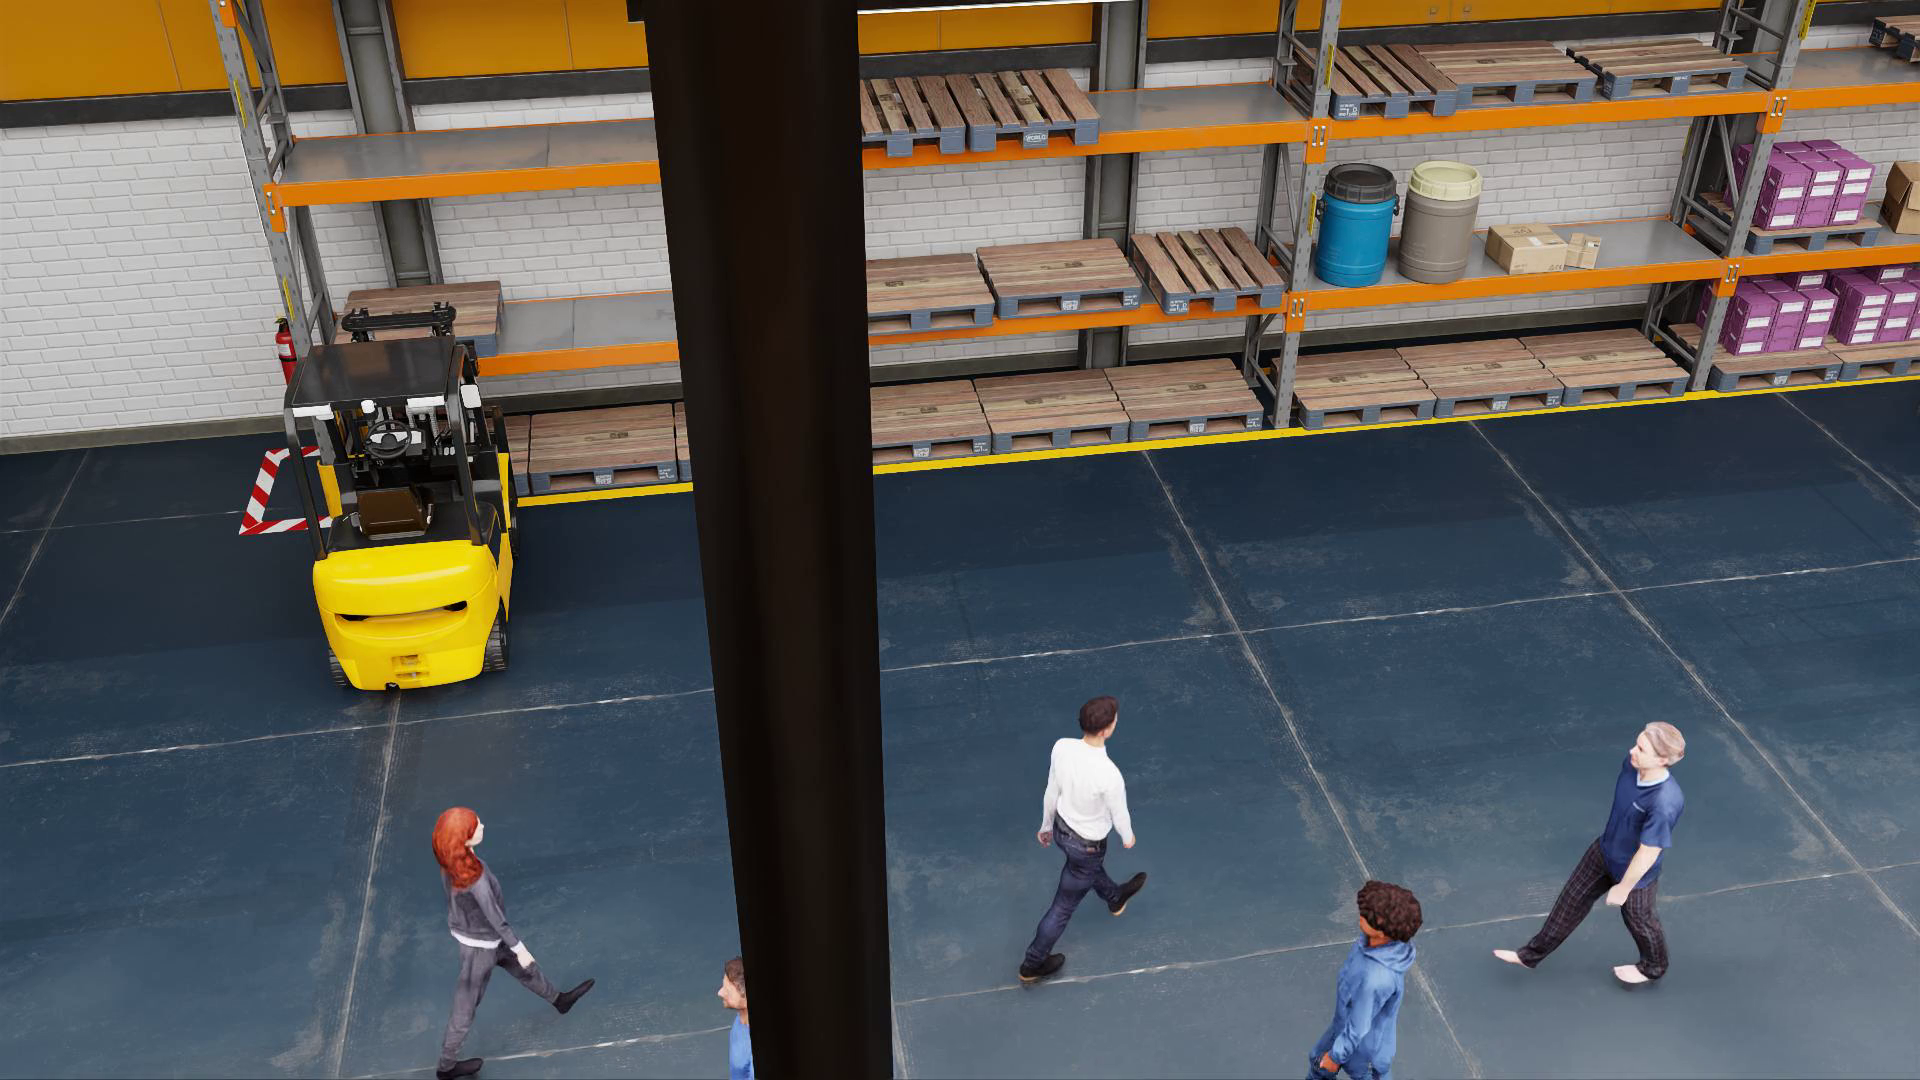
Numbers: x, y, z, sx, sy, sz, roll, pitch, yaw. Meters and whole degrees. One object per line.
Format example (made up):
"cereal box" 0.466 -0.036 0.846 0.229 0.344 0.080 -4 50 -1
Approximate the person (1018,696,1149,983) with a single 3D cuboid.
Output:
"person" 0.587 1.682 9.046 1.325 1.818 0.999 -23 40 -31

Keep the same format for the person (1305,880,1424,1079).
"person" 2.028 2.389 8.008 1.236 1.790 0.976 8 34 11

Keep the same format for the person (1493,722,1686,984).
"person" 3.676 1.748 8.949 1.207 1.816 0.766 -2 34 -3

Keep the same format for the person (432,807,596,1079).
"person" -2.521 2.108 8.494 1.247 1.719 0.972 -22 40 -30
